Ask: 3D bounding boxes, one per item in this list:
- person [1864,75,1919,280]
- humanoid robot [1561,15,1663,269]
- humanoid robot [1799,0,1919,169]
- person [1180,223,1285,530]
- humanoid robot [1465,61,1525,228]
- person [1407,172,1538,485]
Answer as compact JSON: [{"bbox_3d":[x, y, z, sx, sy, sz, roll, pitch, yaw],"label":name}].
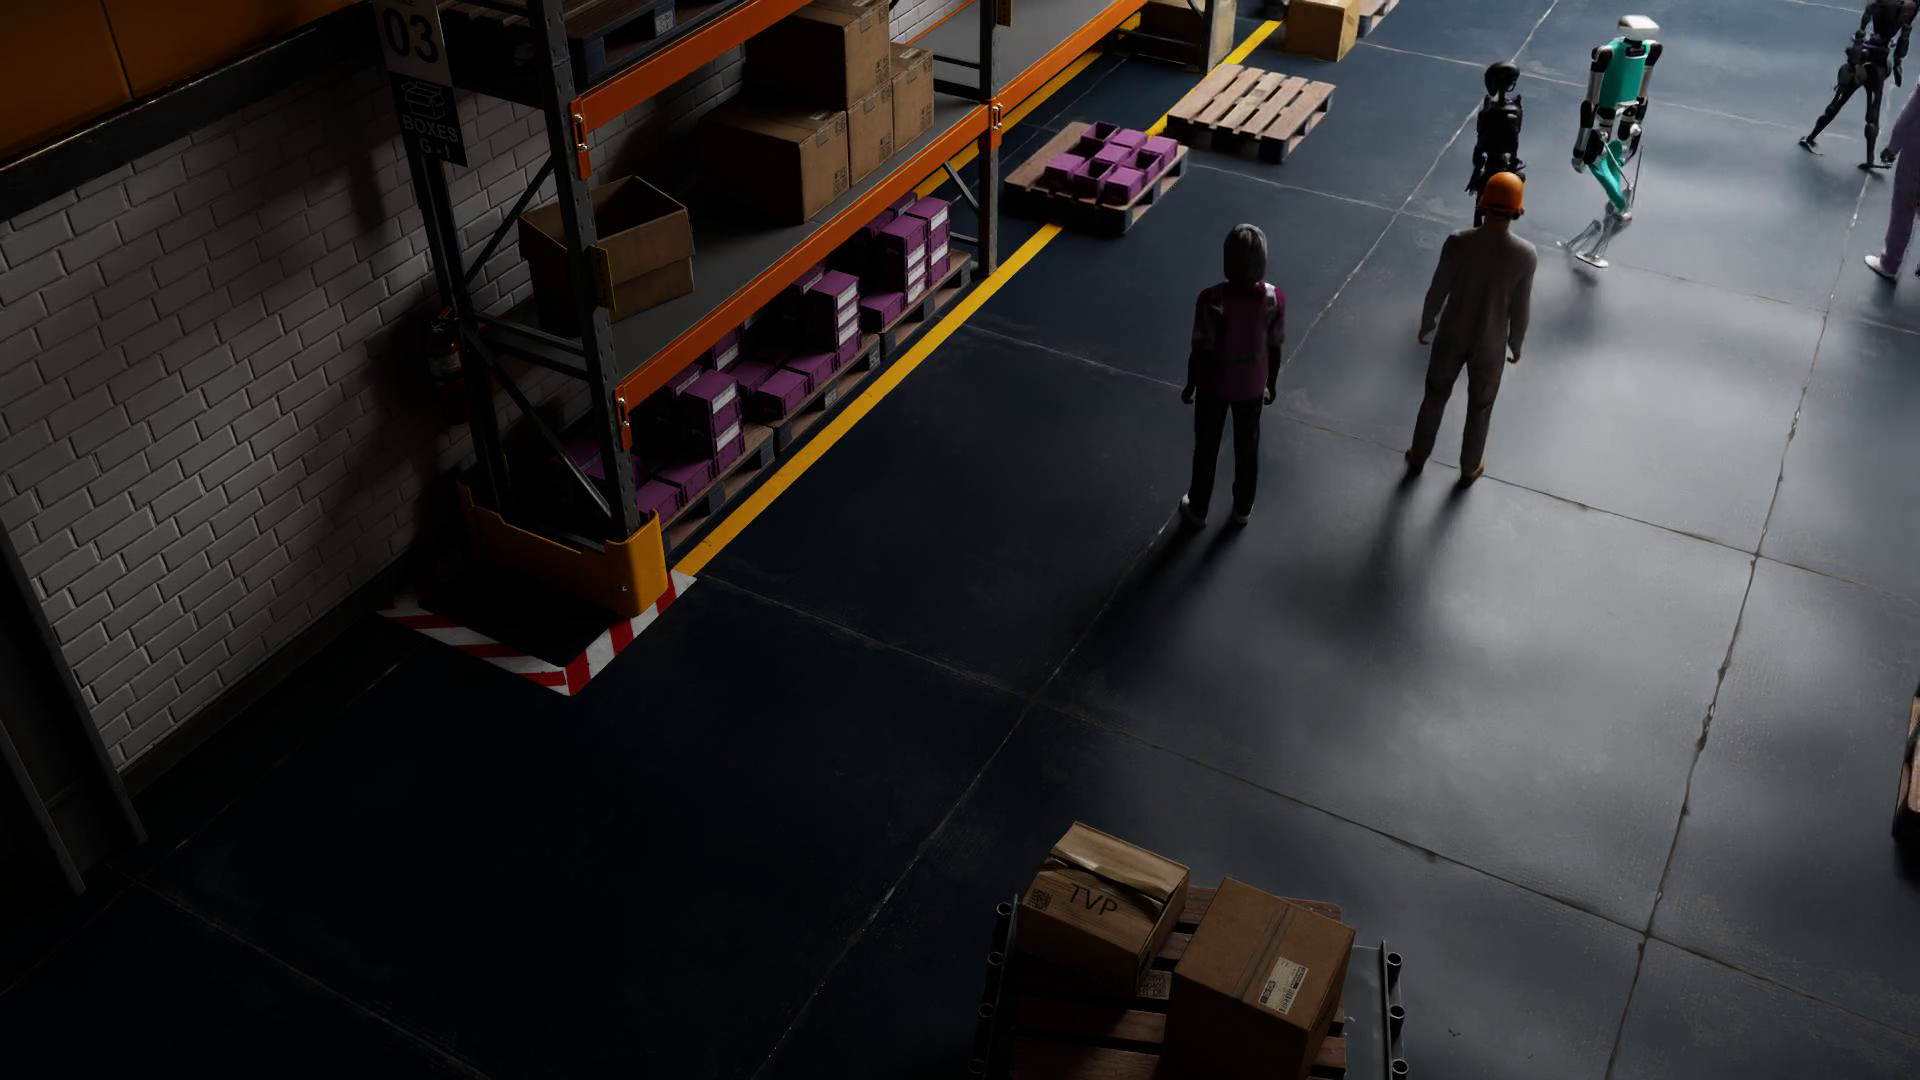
[{"bbox_3d":[6.569,-2.608,11.189,0.640,1.886,0.475,-3,39,-4],"label":"person"},{"bbox_3d":[4.511,-2.600,11.312,0.560,1.802,0.825,-15,41,-18],"label":"humanoid robot"},{"bbox_3d":[6.961,-3.630,12.661,0.585,1.624,0.766,-15,41,-18],"label":"humanoid robot"},{"bbox_3d":[1.473,-0.862,9.034,0.525,1.845,0.318,-2,39,-2],"label":"person"},{"bbox_3d":[3.576,-2.371,11.057,0.405,1.639,0.610,-4,39,-6],"label":"humanoid robot"},{"bbox_3d":[2.907,-1.192,9.428,0.583,1.883,0.406,16,41,19],"label":"person"}]
